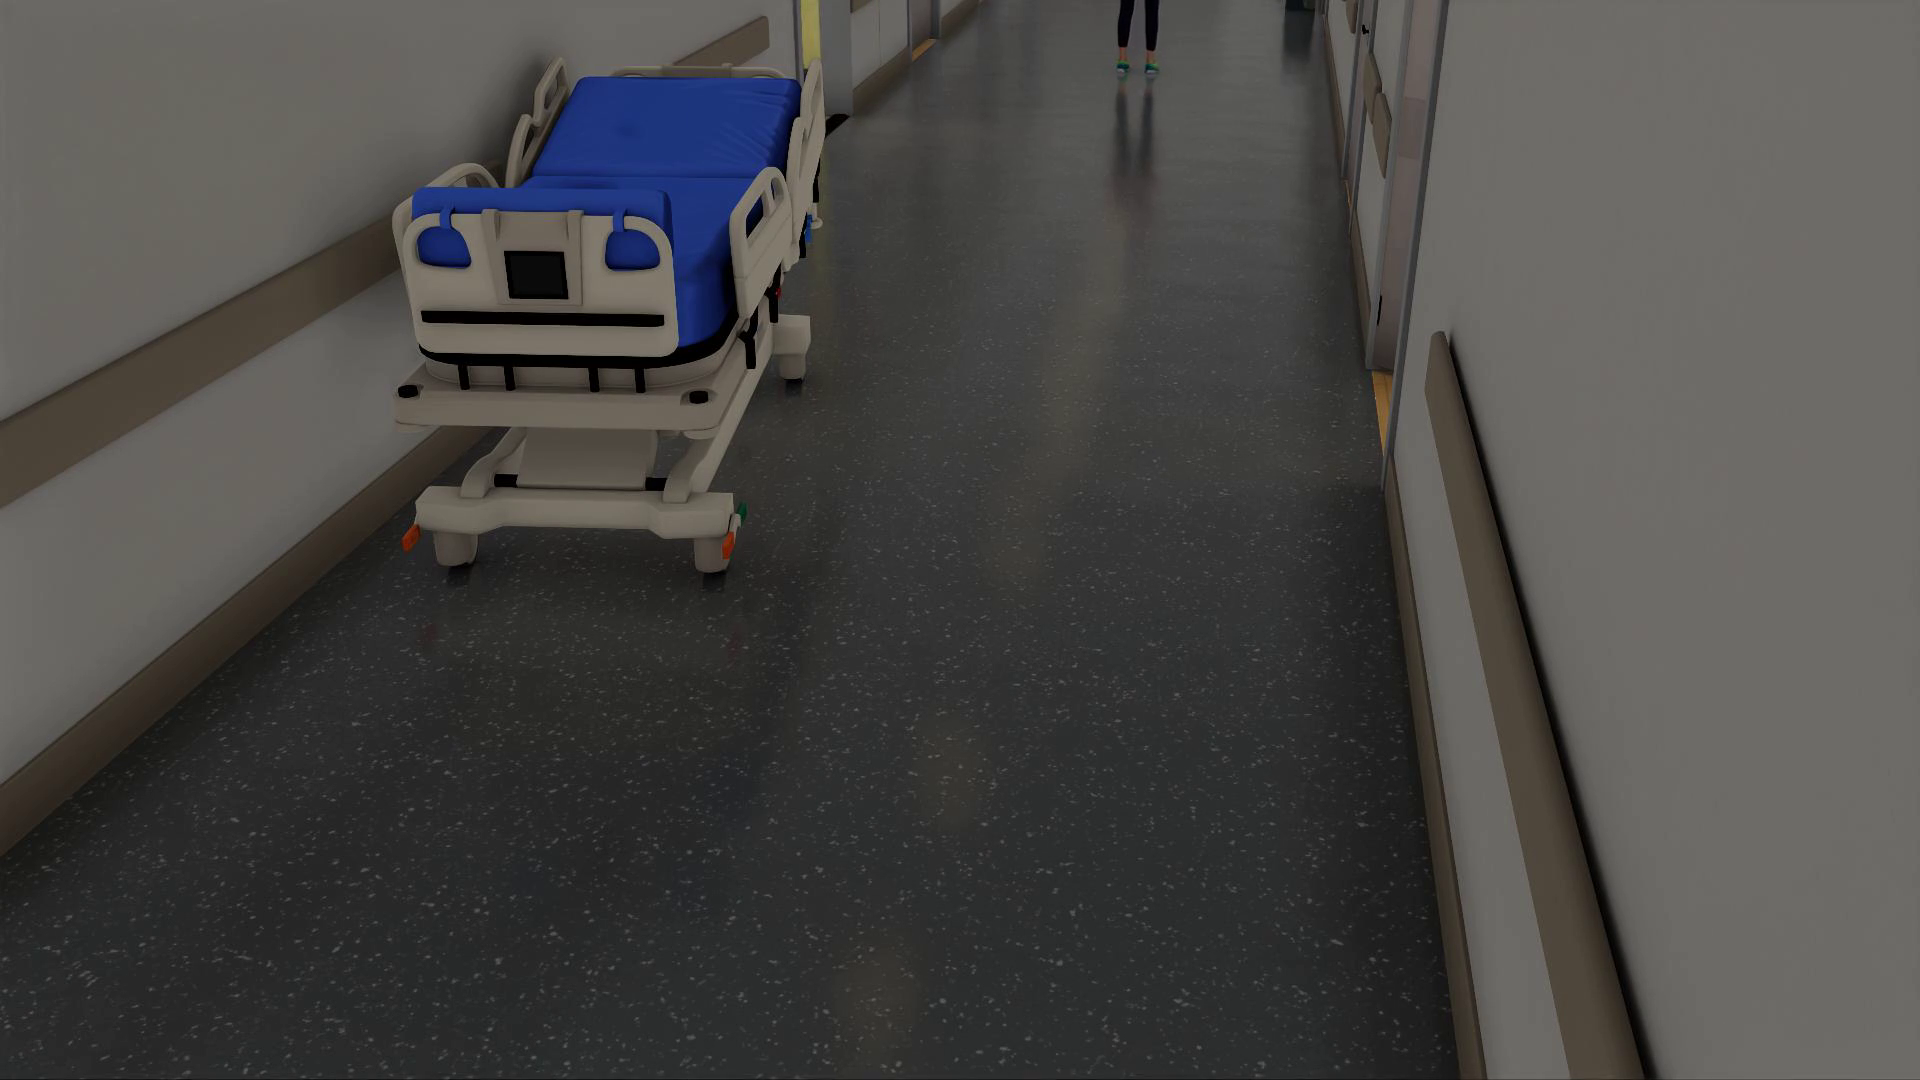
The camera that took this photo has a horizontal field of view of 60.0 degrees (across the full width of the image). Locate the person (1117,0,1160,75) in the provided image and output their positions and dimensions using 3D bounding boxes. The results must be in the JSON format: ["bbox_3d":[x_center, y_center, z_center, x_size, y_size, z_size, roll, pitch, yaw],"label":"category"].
[{"bbox_3d":[1.459,-4.641,13.368,0.492,1.701,0.664,7,27,14],"label":"person"}]
